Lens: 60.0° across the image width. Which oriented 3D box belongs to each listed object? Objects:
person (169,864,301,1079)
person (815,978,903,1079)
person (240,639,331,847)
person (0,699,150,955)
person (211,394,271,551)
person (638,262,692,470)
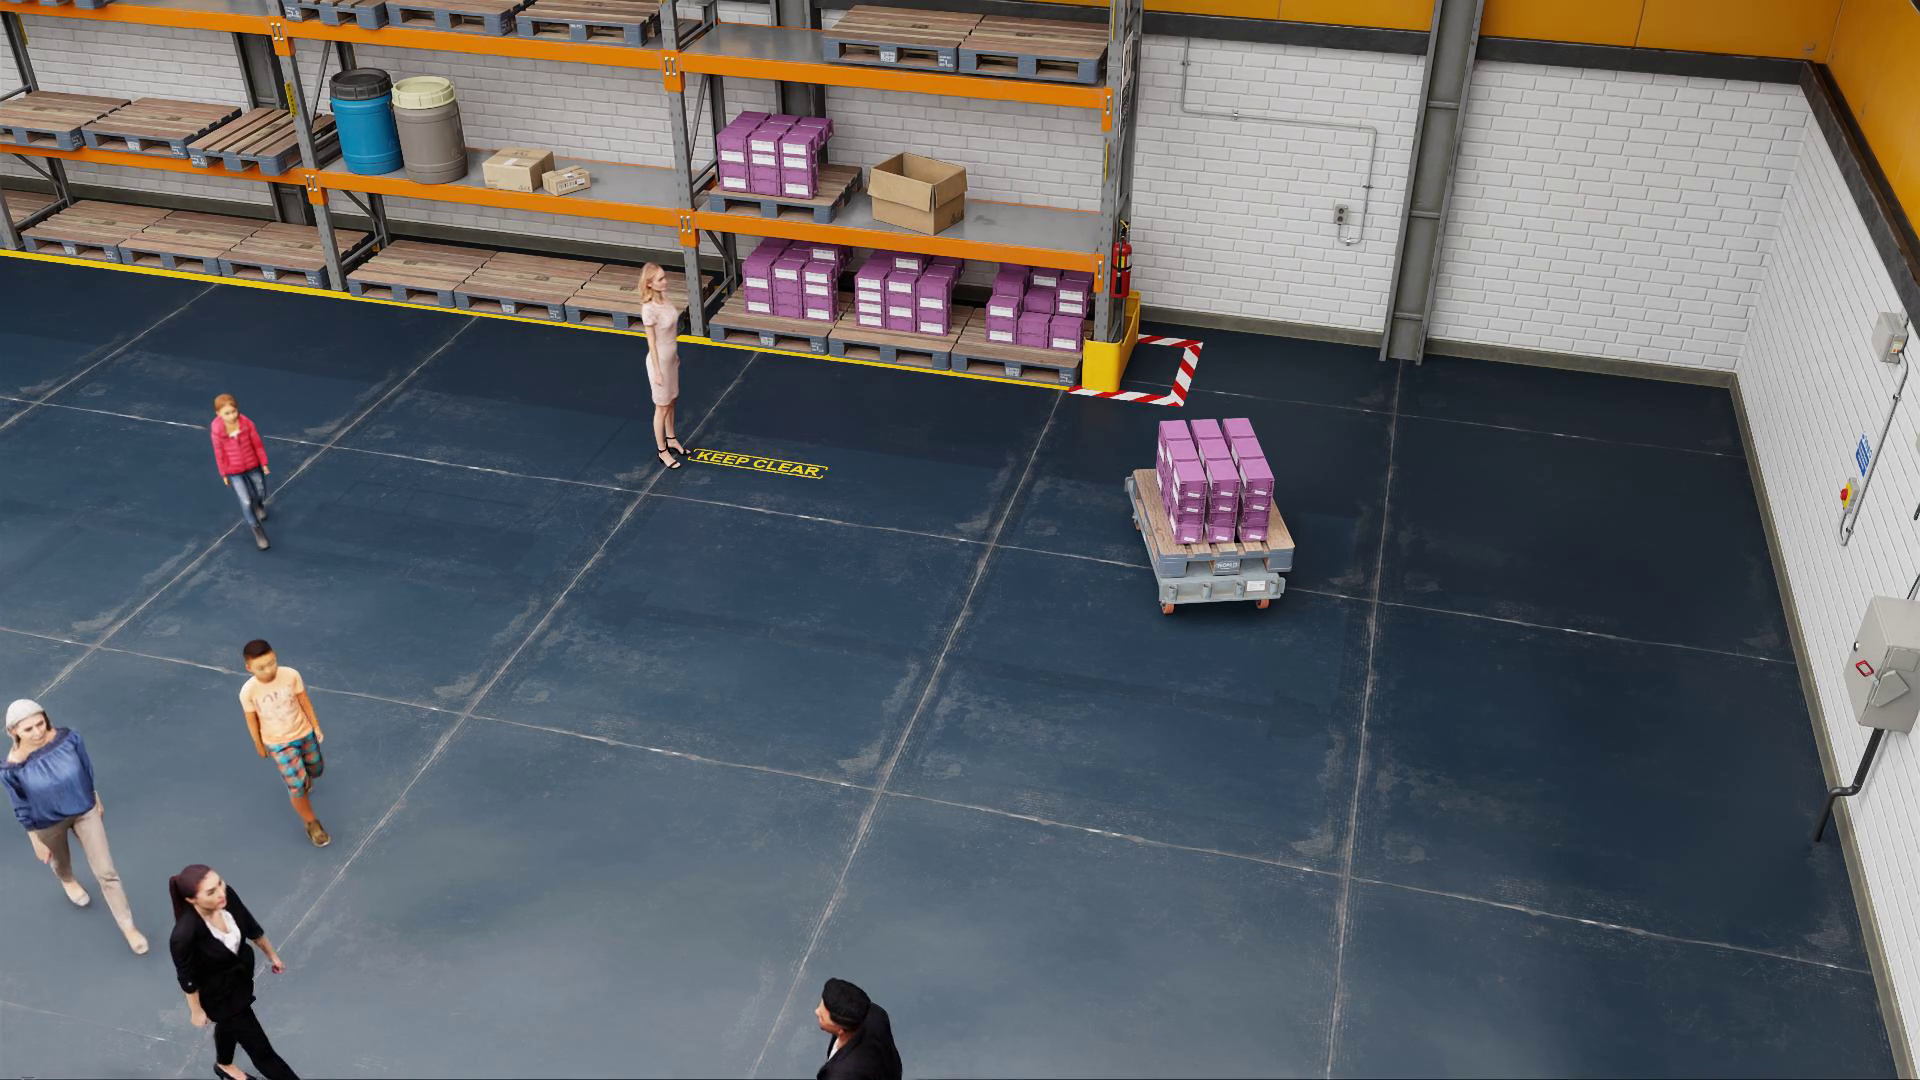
[{"bbox_3d":[-3.795,2.258,8.451,1.009,1.627,0.656,7,34,10],"label":"person"},{"bbox_3d":[-0.376,2.684,7.657,0.695,1.797,0.718,7,34,11],"label":"person"},{"bbox_3d":[-4.154,1.177,10.241,0.830,1.448,0.960,-24,41,-32],"label":"person"},{"bbox_3d":[-5.139,1.567,9.469,1.224,1.652,0.989,27,42,35],"label":"person"},{"bbox_3d":[-5.626,-0.585,13.023,0.799,1.302,0.885,-20,39,-28],"label":"person"},{"bbox_3d":[-2.488,-1.467,13.872,0.484,1.831,0.561,8,34,12],"label":"person"}]
